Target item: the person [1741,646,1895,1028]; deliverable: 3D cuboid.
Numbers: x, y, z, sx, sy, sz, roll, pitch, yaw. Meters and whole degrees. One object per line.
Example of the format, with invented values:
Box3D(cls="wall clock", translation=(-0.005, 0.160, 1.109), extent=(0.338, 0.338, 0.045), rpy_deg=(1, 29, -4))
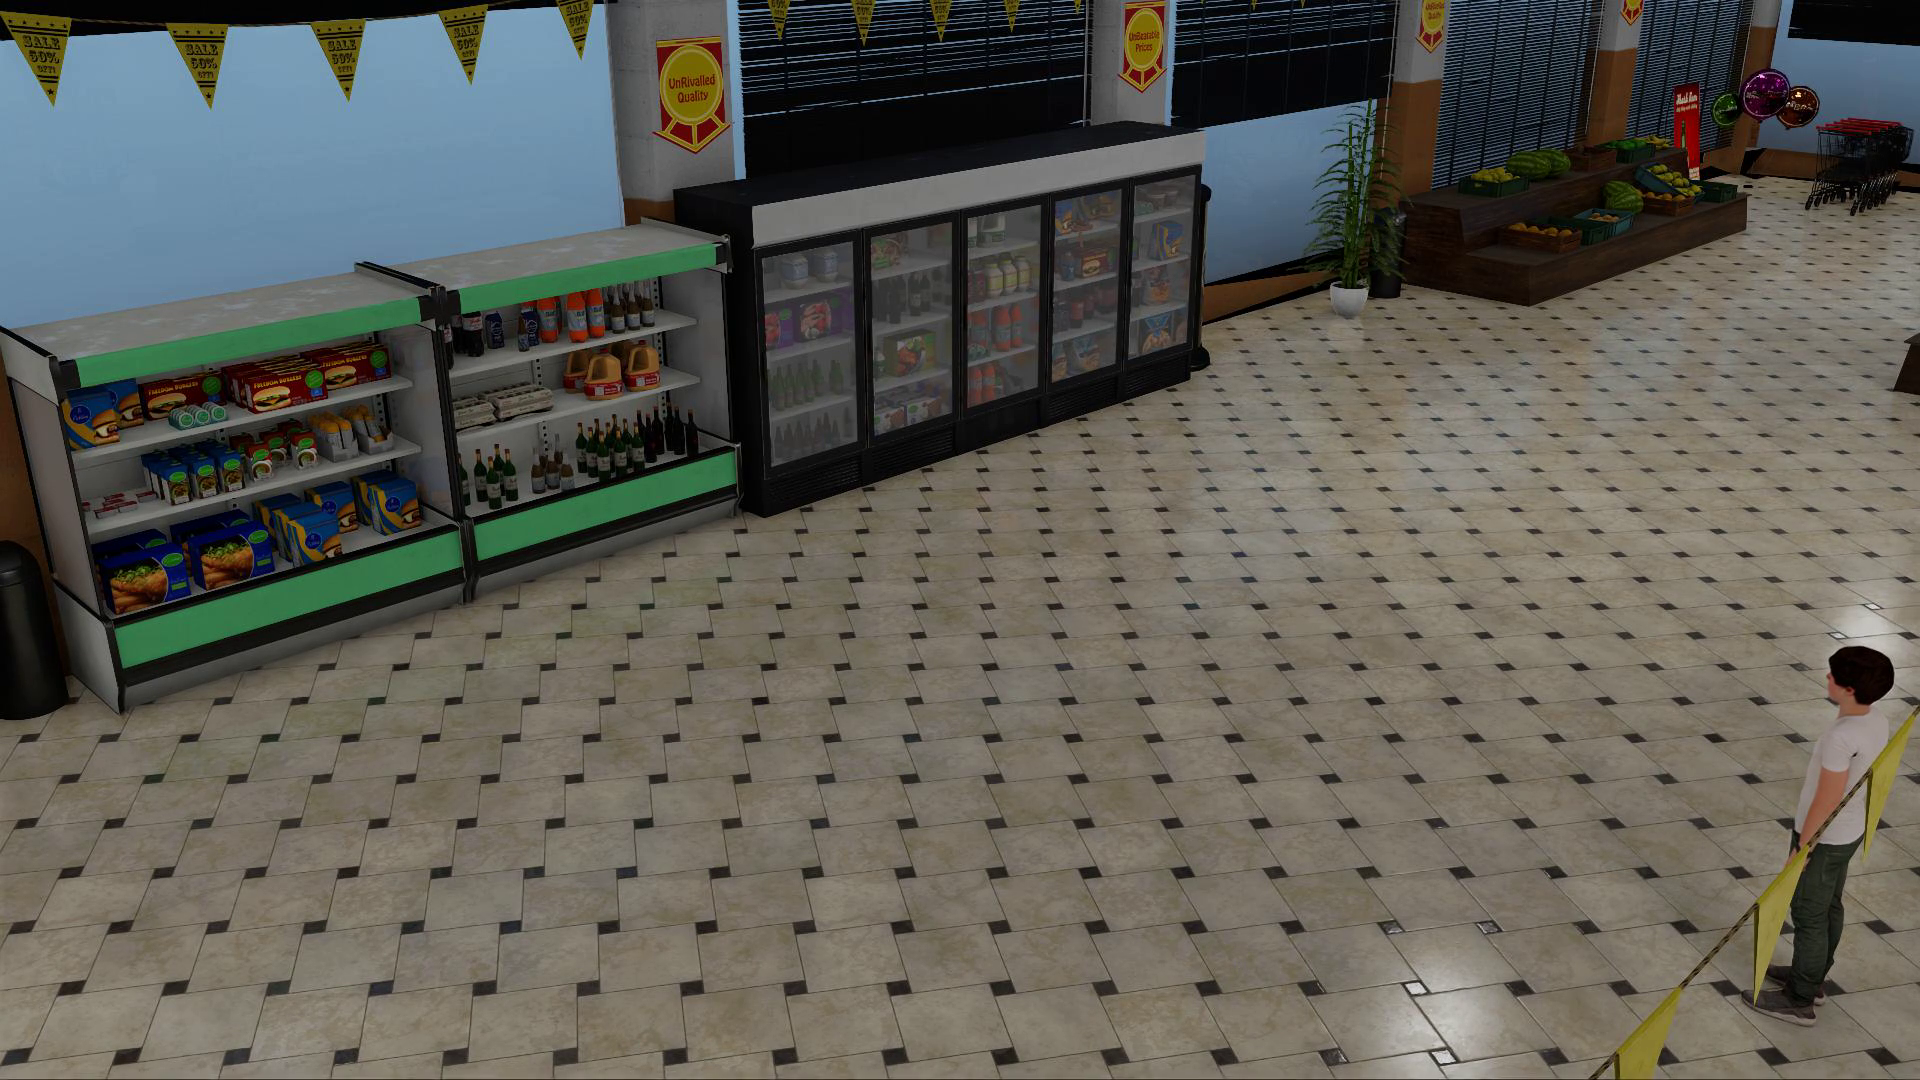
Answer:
Box3D(cls="person", translation=(3.500, 1.186, 6.701), extent=(0.619, 1.655, 0.458), rpy_deg=(20, 29, 40))
